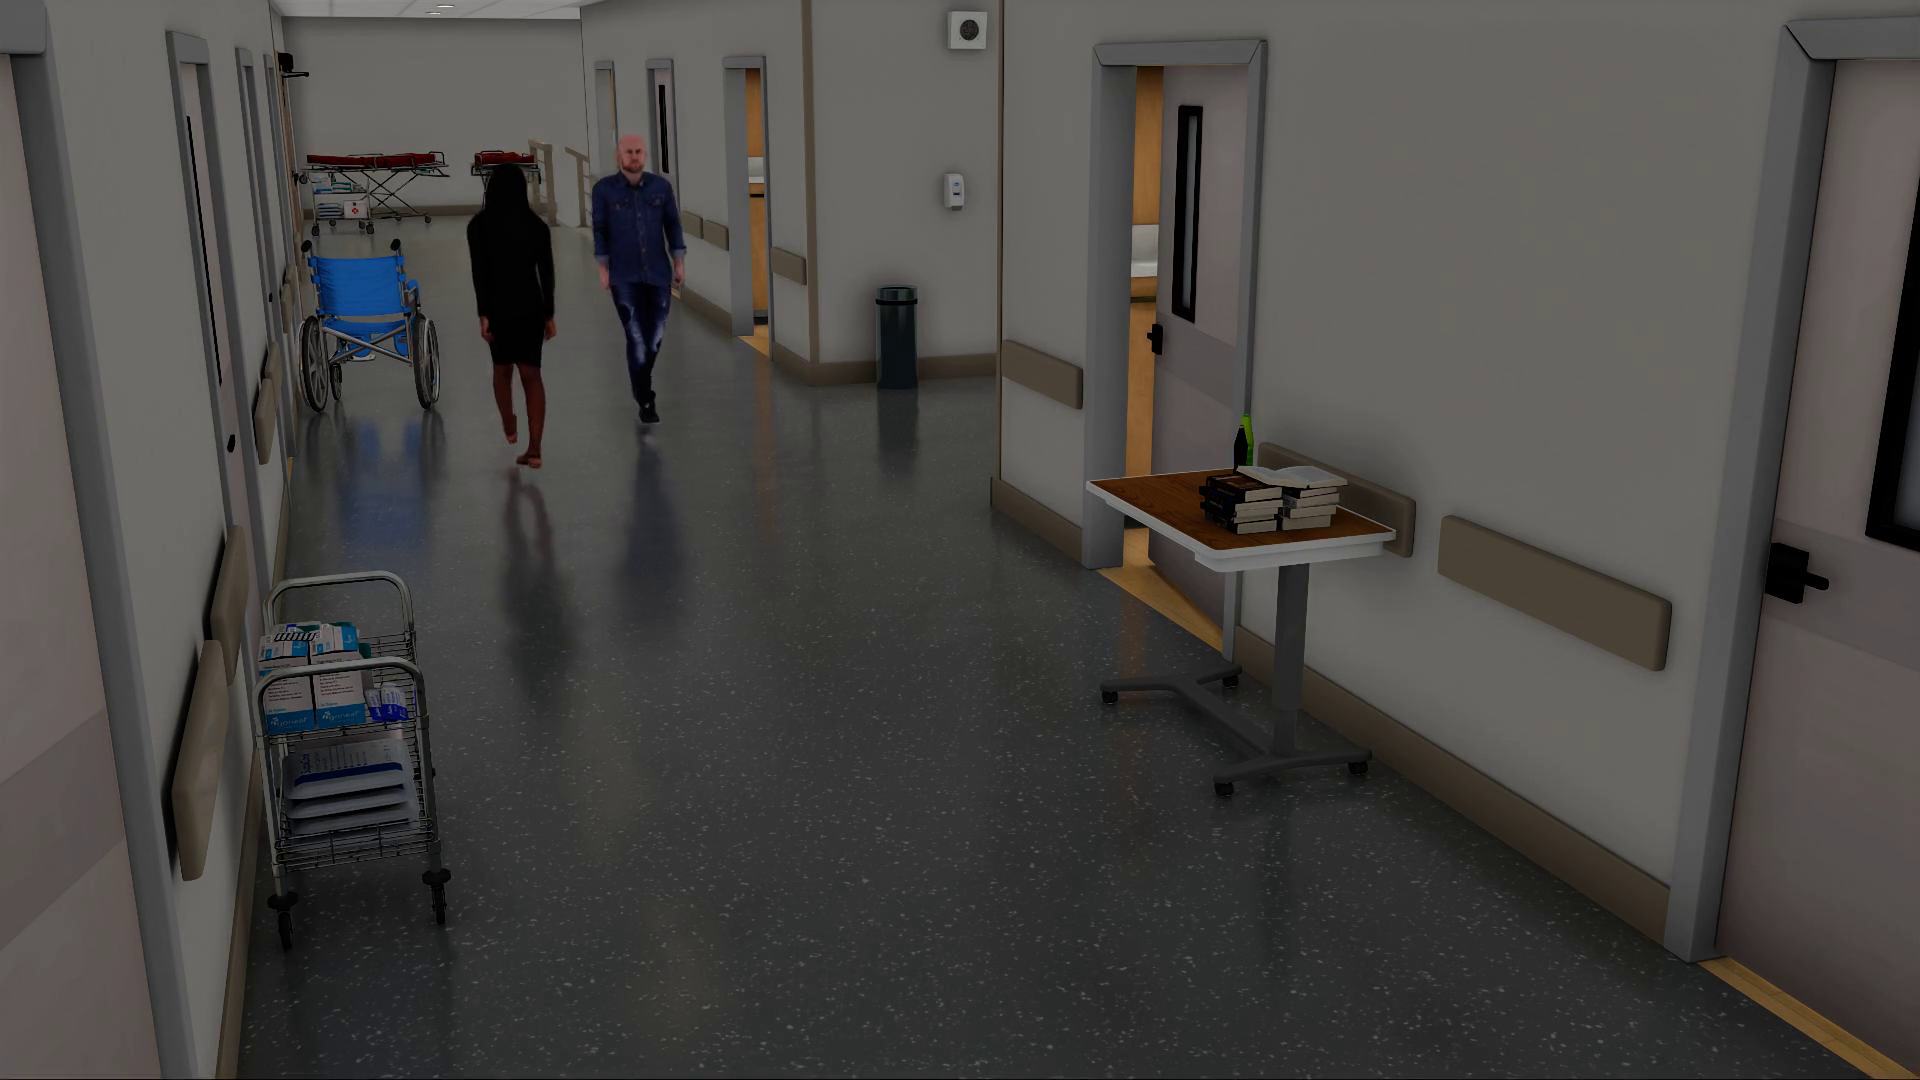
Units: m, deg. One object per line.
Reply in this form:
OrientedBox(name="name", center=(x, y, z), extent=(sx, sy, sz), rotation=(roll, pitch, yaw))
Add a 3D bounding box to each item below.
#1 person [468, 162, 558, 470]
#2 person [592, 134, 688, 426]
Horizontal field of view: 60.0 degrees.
OrientedBox(name="person", center=(-2.486, -1.199, 9.290), extent=(0.622, 1.655, 1.219), rotation=(-7, 17, -23))
OrientedBox(name="person", center=(-2.066, -1.663, 10.709), extent=(0.804, 1.778, 1.187), rotation=(-7, 17, -25))
